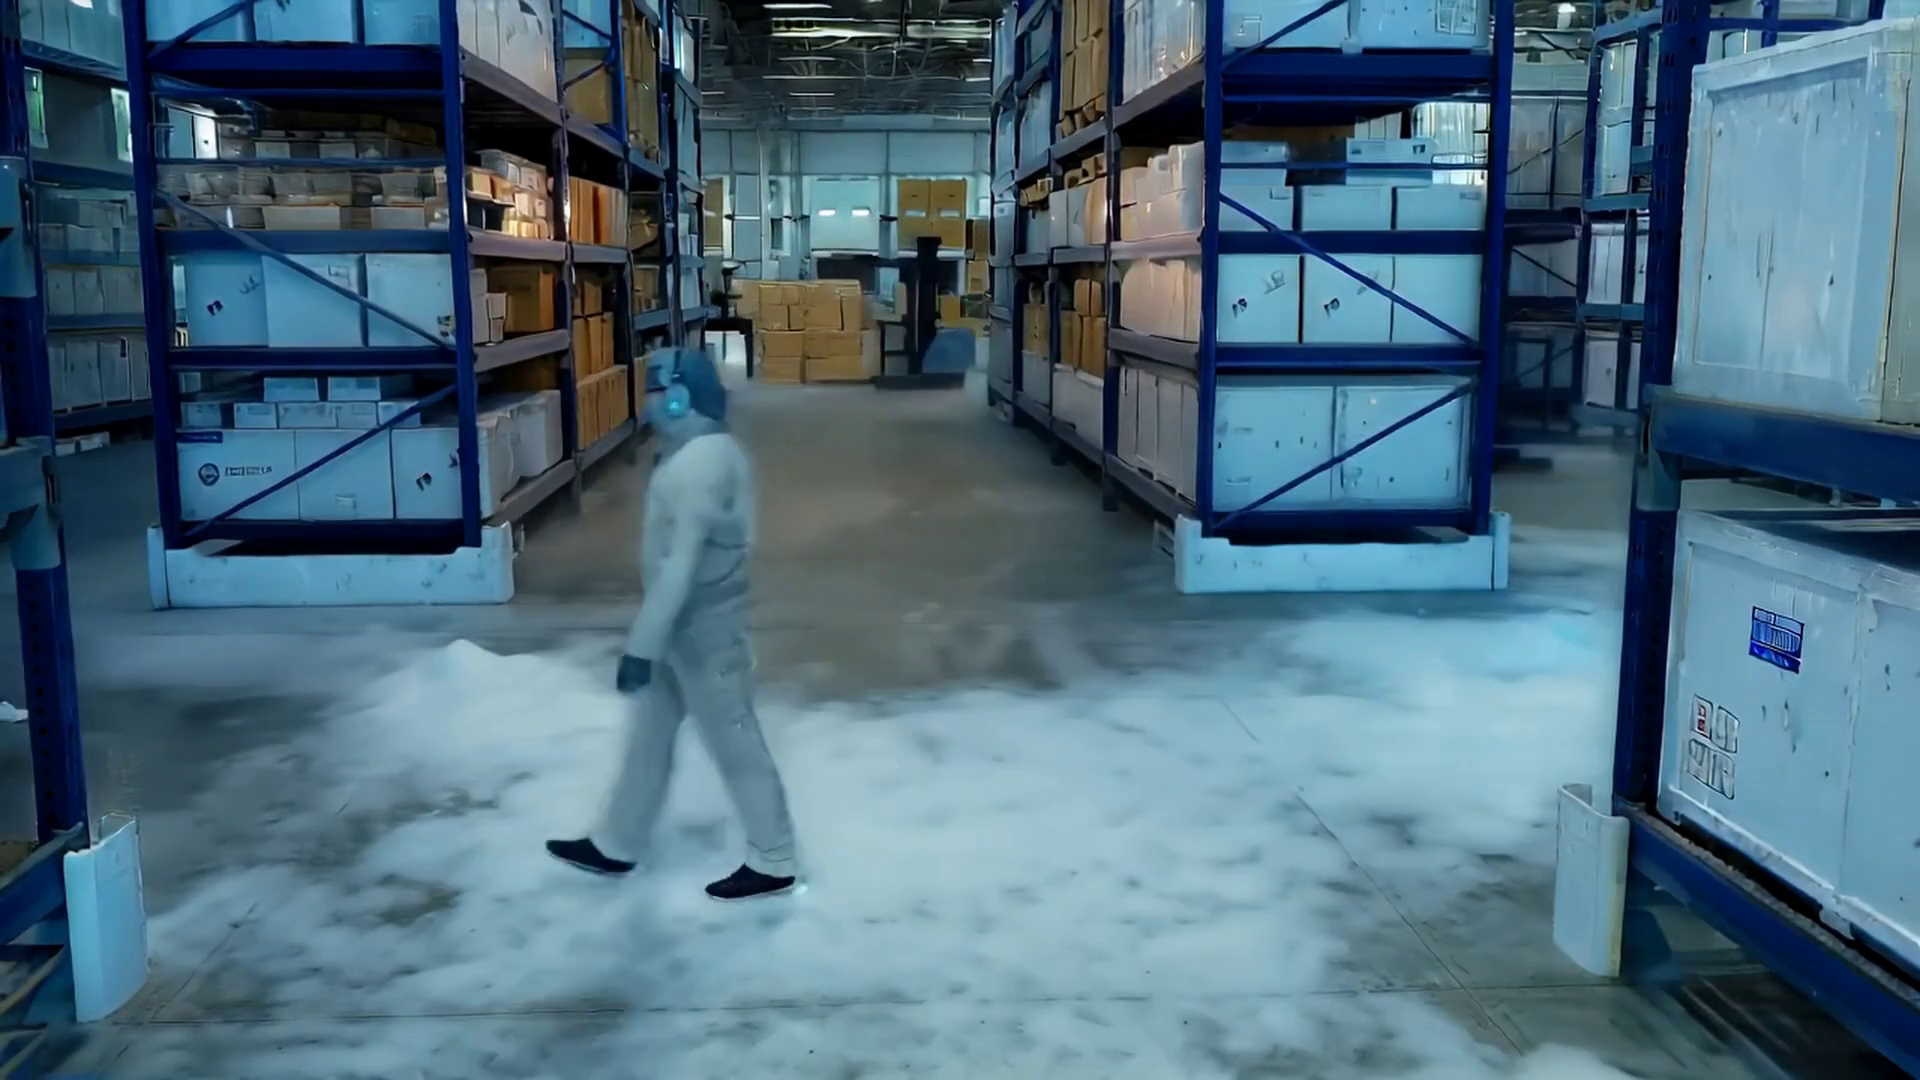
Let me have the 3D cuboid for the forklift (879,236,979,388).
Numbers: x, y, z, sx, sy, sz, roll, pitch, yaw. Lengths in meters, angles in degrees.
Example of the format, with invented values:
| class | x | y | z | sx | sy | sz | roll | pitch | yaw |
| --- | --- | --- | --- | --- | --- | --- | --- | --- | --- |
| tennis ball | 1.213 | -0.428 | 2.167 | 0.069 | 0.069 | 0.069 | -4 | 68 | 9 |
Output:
| class | x | y | z | sx | sy | sz | roll | pitch | yaw |
| --- | --- | --- | --- | --- | --- | --- | --- | --- | --- |
| forklift | -0.599 | -4.264 | 31.103 | 1.873 | 2.768 | 1.129 | -1 | 9 | -4 |

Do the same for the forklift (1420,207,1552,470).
| class | x | y | z | sx | sy | sz | roll | pitch | yaw |
| --- | --- | --- | --- | --- | --- | --- | --- | --- | --- |
| forklift | 5.373 | -2.188 | 18.070 | 1.873 | 2.768 | 1.129 | 0 | 9 | -1 |

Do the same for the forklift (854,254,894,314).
| class | x | y | z | sx | sy | sz | roll | pitch | yaw |
| --- | --- | --- | --- | --- | --- | --- | --- | --- | --- |
| forklift | -3.206 | -8.270 | 56.257 | 1.873 | 2.768 | 1.129 | 5 | 10 | 27 |

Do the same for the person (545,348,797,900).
| class | x | y | z | sx | sy | sz | roll | pitch | yaw |
| --- | --- | --- | --- | --- | --- | --- | --- | --- | --- |
| person | -0.997 | 0.301 | 5.586 | 0.947 | 1.862 | 0.663 | 0 | 9 | -2 |

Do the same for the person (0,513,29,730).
| class | x | y | z | sx | sy | sz | roll | pitch | yaw |
| --- | --- | --- | --- | --- | --- | --- | --- | --- | --- |
| person | -4.522 | -0.047 | 7.727 | 0.455 | 1.886 | 0.672 | -2 | 9 | -11 |

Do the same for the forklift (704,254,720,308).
| class | x | y | z | sx | sy | sz | roll | pitch | yaw |
| --- | --- | --- | --- | --- | --- | --- | --- | --- | --- |
| forklift | -8.474 | -8.136 | 55.415 | 1.129 | 2.768 | 1.873 | 6 | 11 | 33 |

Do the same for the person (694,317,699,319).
| class | x | y | z | sx | sy | sz | roll | pitch | yaw |
| --- | --- | --- | --- | --- | --- | --- | --- | --- | --- |
| person | -5.842 | -4.519 | 36.747 | 0.888 | 1.588 | 0.545 | -2 | 9 | -15 |
